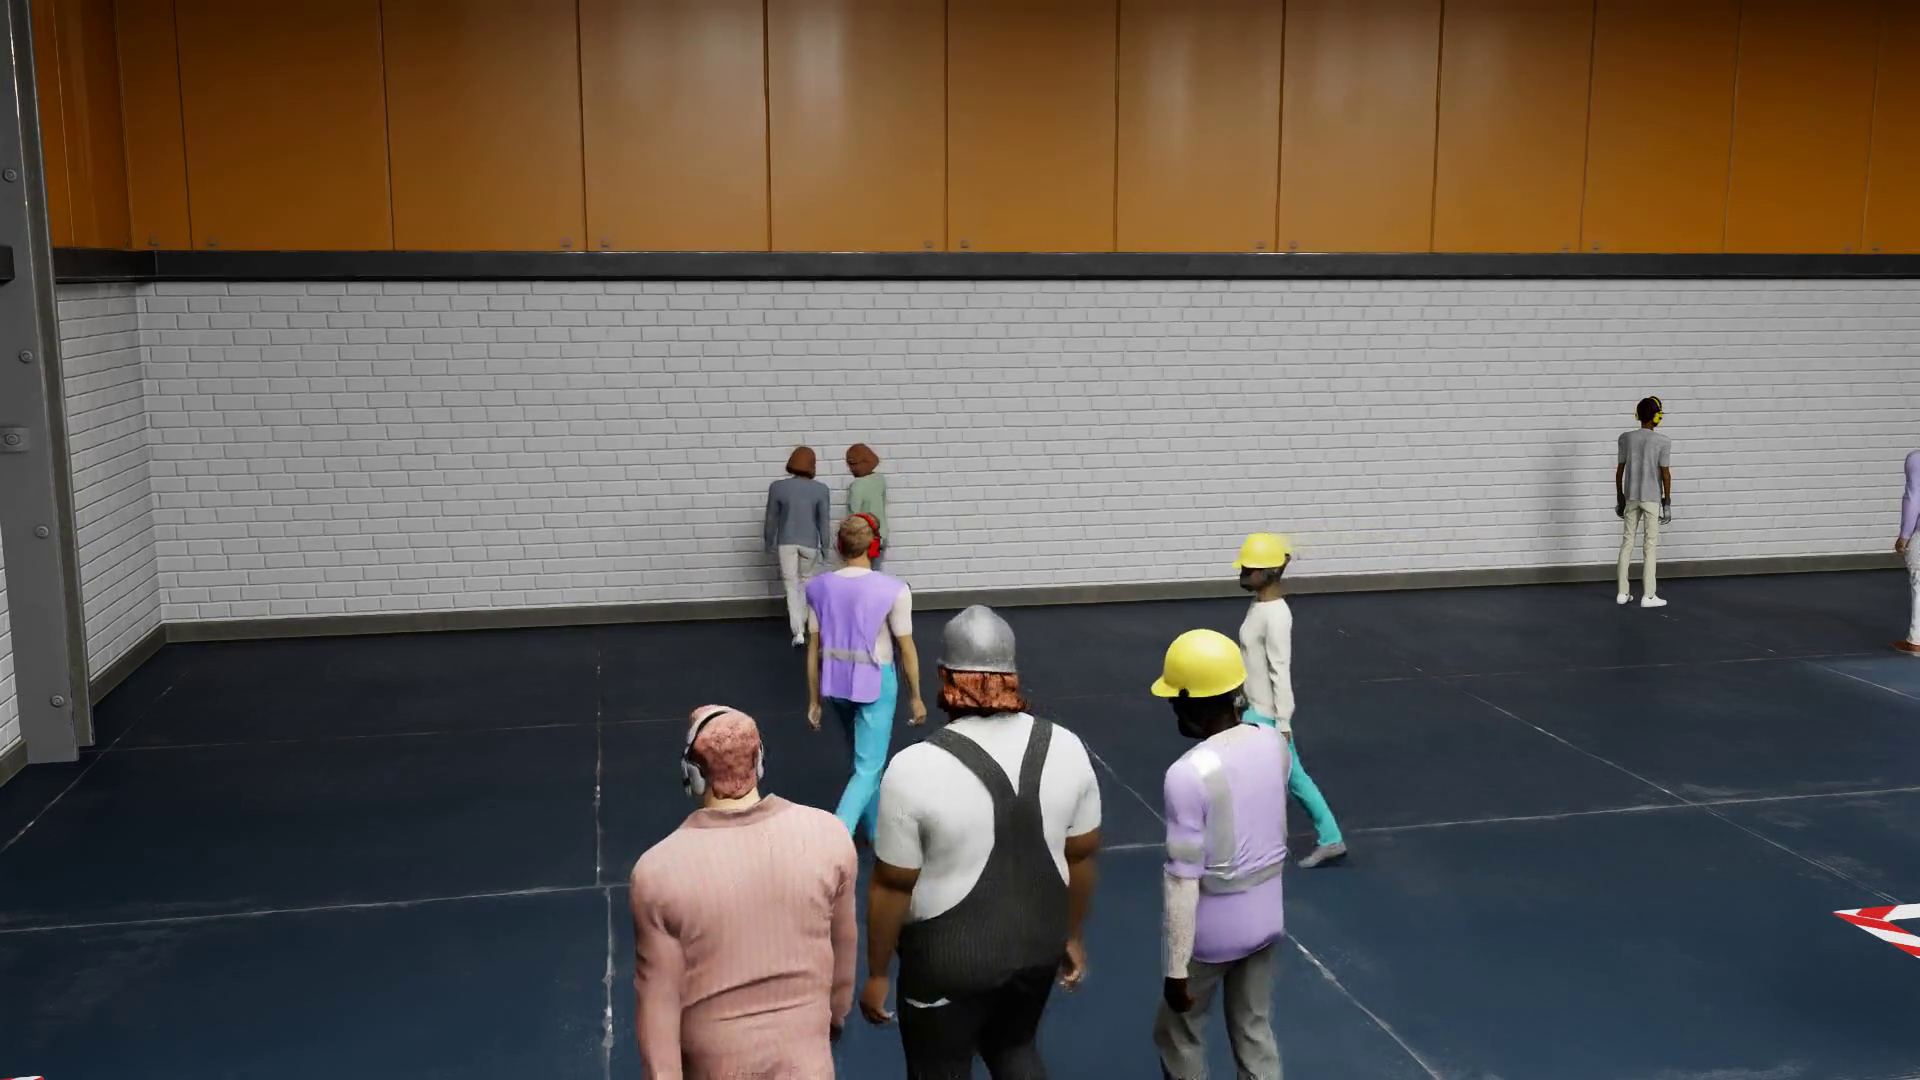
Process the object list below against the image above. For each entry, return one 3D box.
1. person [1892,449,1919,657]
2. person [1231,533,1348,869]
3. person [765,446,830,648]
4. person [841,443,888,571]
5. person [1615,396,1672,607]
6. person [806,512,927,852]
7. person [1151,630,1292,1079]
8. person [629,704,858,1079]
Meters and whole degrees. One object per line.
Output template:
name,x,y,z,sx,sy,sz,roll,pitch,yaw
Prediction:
person,7.539,-0.059,12.847,0.635,1.937,0.352,-1,9,-8
person,1.532,0.811,8.197,0.889,1.725,0.536,0,9,3
person,-1.290,0.042,13.292,0.506,1.586,0.833,-2,10,-14
person,-0.756,0.018,13.386,0.335,1.606,0.529,5,10,27
person,6.070,-0.336,14.762,0.328,1.867,0.514,-8,12,-42
person,-0.508,0.765,8.233,0.576,1.817,0.918,5,11,30
person,0.836,1.203,5.274,0.679,1.898,0.533,-9,13,-42
person,-0.531,1.384,4.438,0.653,1.868,1.037,-3,10,-20
